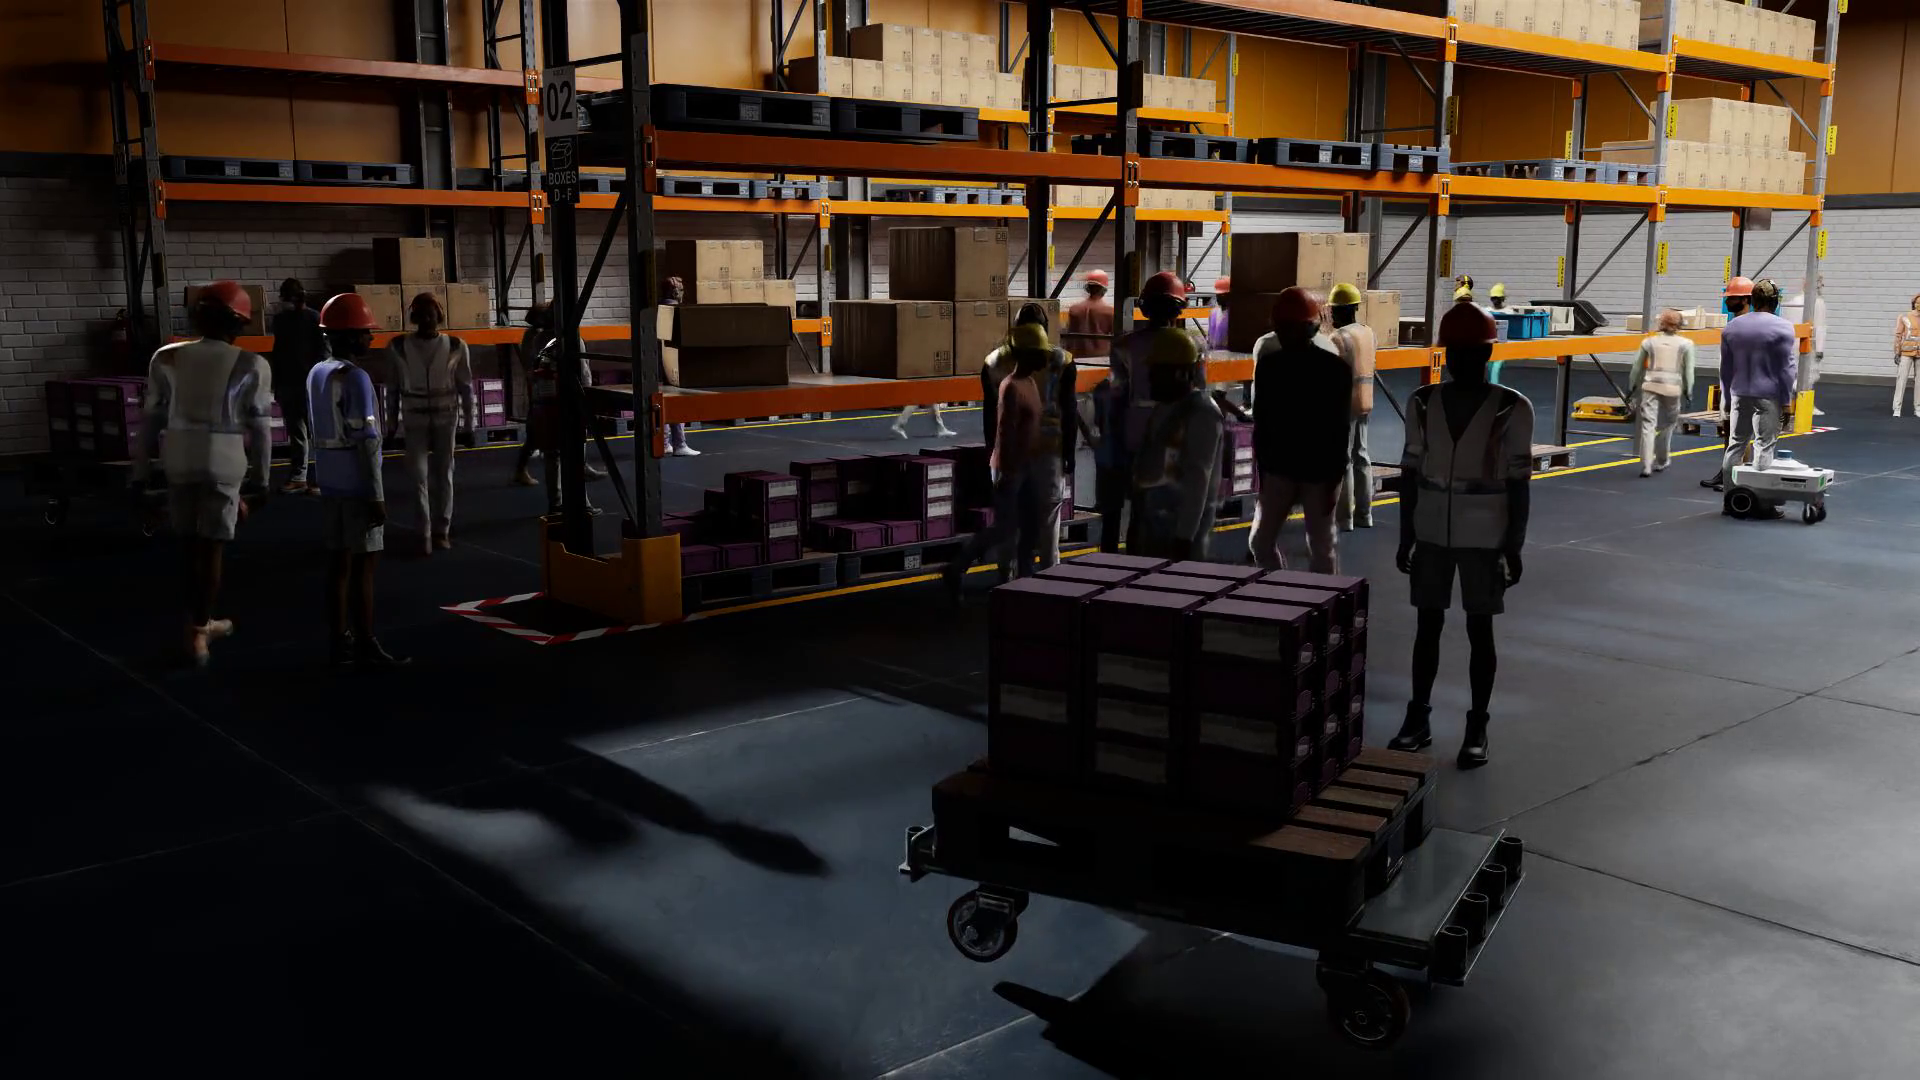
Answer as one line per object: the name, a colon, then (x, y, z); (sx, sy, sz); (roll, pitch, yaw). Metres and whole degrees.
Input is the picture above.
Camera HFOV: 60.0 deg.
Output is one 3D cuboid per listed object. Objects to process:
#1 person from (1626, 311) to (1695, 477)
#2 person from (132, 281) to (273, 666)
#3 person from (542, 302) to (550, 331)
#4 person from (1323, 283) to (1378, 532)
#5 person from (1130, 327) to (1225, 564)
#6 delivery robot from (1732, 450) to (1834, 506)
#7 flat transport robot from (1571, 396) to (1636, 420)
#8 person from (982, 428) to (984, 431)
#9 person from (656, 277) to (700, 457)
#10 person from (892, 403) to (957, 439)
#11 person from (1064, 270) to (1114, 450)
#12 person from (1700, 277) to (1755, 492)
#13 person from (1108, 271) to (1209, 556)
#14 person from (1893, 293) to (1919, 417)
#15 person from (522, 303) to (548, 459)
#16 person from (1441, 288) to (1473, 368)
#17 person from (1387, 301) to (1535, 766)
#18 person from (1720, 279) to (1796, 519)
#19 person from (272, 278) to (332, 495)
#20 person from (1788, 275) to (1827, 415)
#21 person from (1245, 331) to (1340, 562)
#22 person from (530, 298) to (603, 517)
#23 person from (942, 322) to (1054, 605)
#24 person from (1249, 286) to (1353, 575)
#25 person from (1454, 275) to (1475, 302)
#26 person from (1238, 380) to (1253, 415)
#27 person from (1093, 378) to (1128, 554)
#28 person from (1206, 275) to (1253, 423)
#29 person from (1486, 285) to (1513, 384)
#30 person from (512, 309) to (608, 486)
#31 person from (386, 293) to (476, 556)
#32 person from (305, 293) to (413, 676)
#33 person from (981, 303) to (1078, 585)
person: (6.785, -1.420, 16.130); (0.624, 1.584, 0.847); (5, 11, 29)
person: (-3.975, -0.366, 8.830); (0.716, 1.986, 0.796); (-1, 10, -5)
person: (-4.491, -1.787, 18.223); (0.498, 1.627, 0.277); (9, 13, 41)
person: (2.990, -1.026, 12.912); (0.586, 1.919, 0.402); (-9, 13, -43)
person: (1.061, -0.101, 7.839); (0.805, 1.803, 0.595); (-4, 10, -22)
delivery robot: (6.642, -0.482, 13.433); (0.707, 0.478, 0.477); (8, 12, 38)
flat transport robot: (8.501, -1.740, 21.897); (0.652, 0.197, 1.431); (5, 11, 28)
person: (0.475, -2.229, 19.950); (0.381, 1.918, 0.584); (-3, 10, -16)
person: (-3.047, -1.844, 17.728); (0.402, 1.906, 0.652); (-10, 14, -44)
person: (-0.439, -1.971, 19.392); (0.813, 1.594, 0.535); (-4, 10, -22)
person: (1.552, -1.995, 18.423); (0.654, 1.960, 0.906); (6, 11, 32)
person: (6.997, -1.399, 15.029); (0.354, 1.939, 0.544); (0, 10, 3)
person: (1.190, -0.573, 9.919); (0.605, 2.033, 0.400); (4, 11, 23)
person: (12.605, -2.434, 21.962); (0.516, 1.641, 0.309); (2, 10, 14)
person: (-4.406, -1.663, 17.468); (0.273, 1.631, 0.507); (-9, 13, -42)
person: (6.309, -2.305, 20.949); (0.537, 1.711, 0.898); (-1, 10, -7)
person: (2.088, -0.020, 6.957); (0.545, 1.939, 0.374); (7, 12, 34)
person: (6.466, -1.138, 13.500); (0.373, 1.940, 0.628); (-6, 11, -31)
person: (-5.867, -1.362, 14.828); (0.627, 1.934, 0.372); (4, 11, 23)
person: (11.213, -2.572, 22.052); (0.768, 1.886, 0.666); (-1, 10, -7)
person: (2.398, -0.794, 11.689); (0.790, 1.891, 0.572); (-2, 10, -13)
person: (-3.199, -1.085, 13.529); (0.586, 1.823, 0.403); (6, 11, 32)
person: (0.262, -0.447, 10.024); (0.621, 1.747, 0.528); (3, 10, 19)
person: (1.805, -0.354, 8.843); (0.625, 1.965, 0.539); (8, 13, 40)
person: (6.713, -2.594, 22.222); (0.334, 1.873, 0.521); (0, 10, 2)
person: (3.926, -2.642, 22.367); (0.386, 1.918, 0.596); (-4, 10, -22)
person: (1.092, -0.470, 10.390); (0.534, 1.652, 0.817); (5, 11, 27)
person: (2.984, -1.965, 18.410); (0.799, 1.917, 0.551); (-5, 11, -28)
person: (7.583, -2.748, 23.591); (0.533, 1.715, 0.930); (8, 13, 40)
person: (-3.769, -1.323, 15.419); (0.885, 1.654, 0.531); (-2, 10, -14)
person: (-3.756, -0.813, 11.831); (0.608, 1.852, 0.813); (-3, 10, -18)
person: (-3.078, -0.278, 8.471); (0.548, 1.937, 0.358); (9, 13, 42)
person: (0.451, -0.581, 10.568); (0.618, 1.836, 0.430); (3, 10, 19)
